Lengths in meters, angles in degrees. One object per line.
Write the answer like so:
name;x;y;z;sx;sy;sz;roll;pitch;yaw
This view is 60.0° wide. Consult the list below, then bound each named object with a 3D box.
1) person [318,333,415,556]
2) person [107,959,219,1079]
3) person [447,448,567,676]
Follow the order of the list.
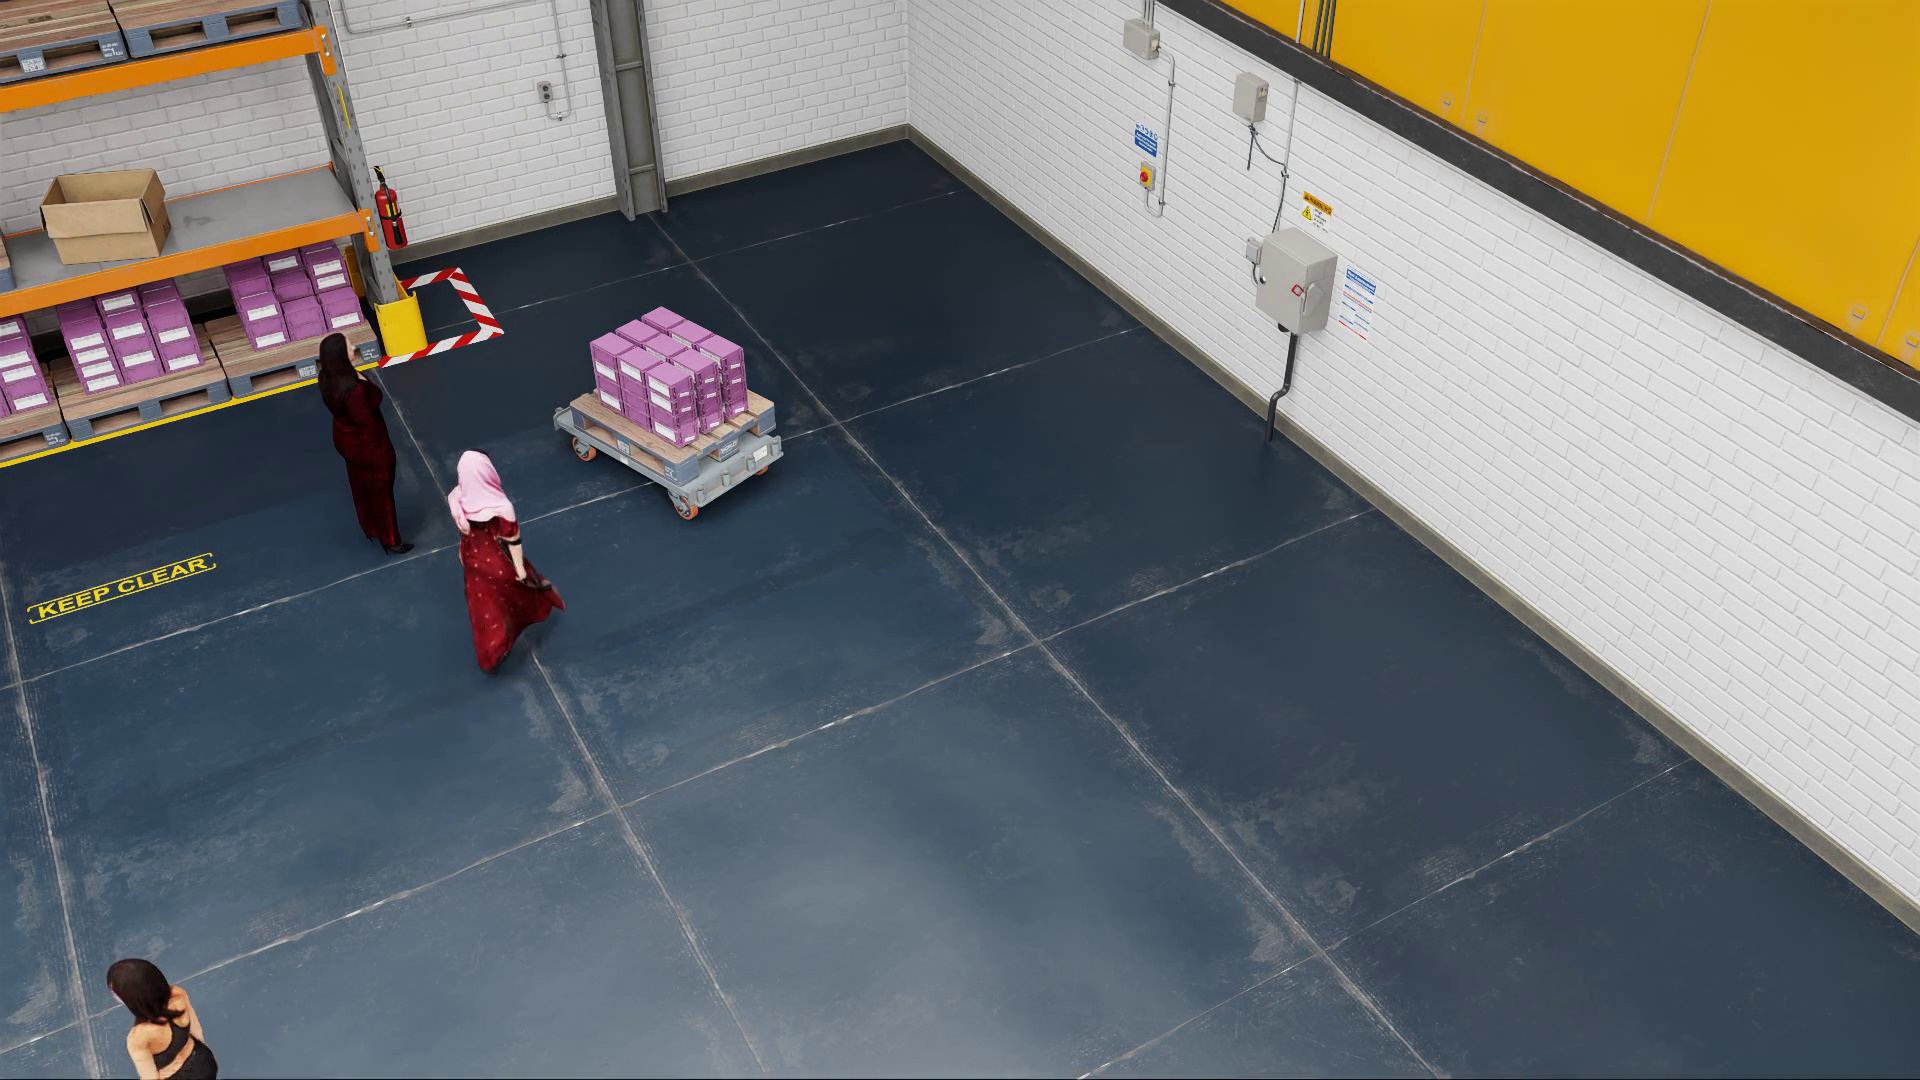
person;-4.142;-0.661;11.501;0.683;1.758;0.719;-32;48;-33
person;-3.498;2.505;7.632;0.840;1.638;0.778;8;39;10
person;-3.009;0.160;10.581;1.082;1.623;1.155;10;40;13
